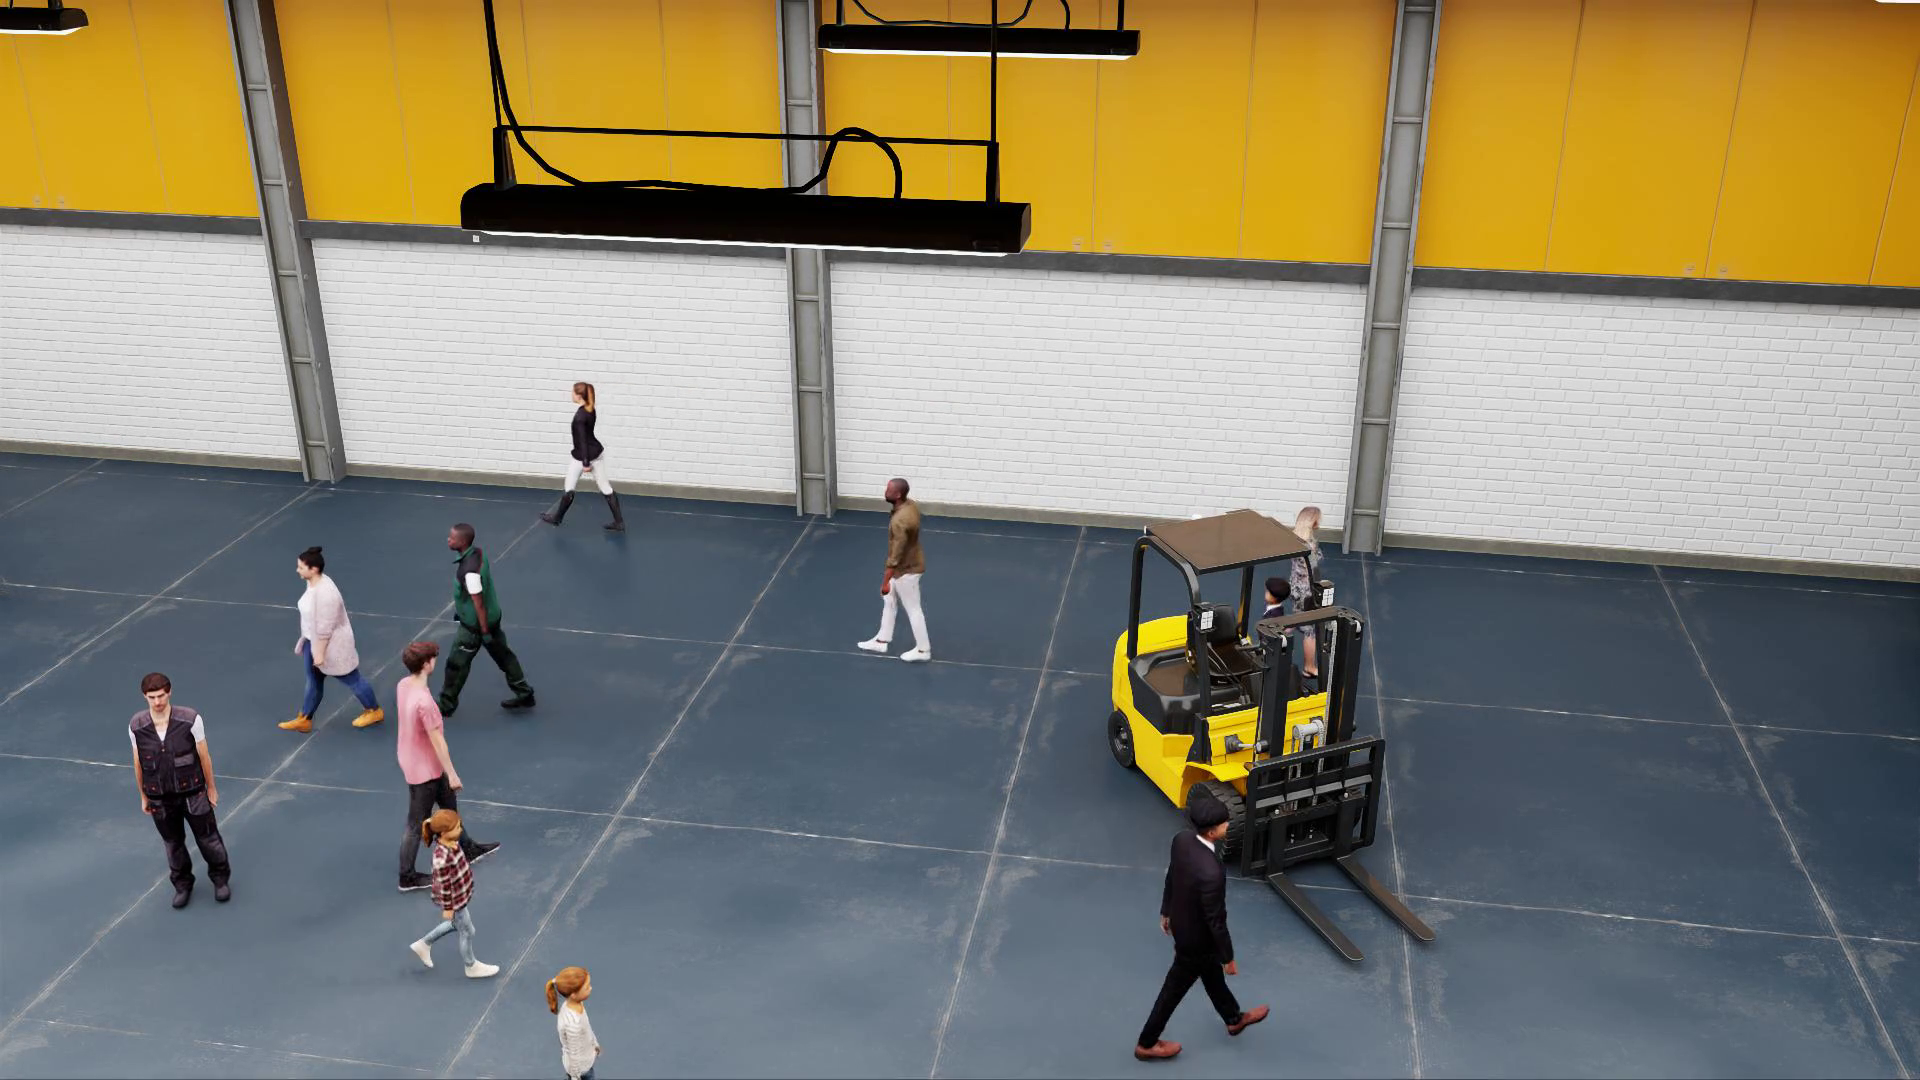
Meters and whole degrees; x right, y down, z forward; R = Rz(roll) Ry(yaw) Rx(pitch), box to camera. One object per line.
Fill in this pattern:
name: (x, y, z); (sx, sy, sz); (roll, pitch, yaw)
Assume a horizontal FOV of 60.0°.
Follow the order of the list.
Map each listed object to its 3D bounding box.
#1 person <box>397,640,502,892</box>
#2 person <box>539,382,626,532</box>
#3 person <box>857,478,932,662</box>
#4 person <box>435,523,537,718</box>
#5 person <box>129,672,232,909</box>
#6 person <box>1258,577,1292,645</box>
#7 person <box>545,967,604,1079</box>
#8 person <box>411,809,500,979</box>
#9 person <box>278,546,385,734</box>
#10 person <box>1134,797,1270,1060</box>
person: (-3.919, 1.658, 11.834); (1.124, 1.925, 1.069); (-16, 28, -32)
person: (-3.906, -0.837, 17.855); (1.144, 1.674, 0.585); (4, 24, 9)
person: (-0.415, 0.283, 15.128); (0.973, 1.805, 0.827); (1, 24, 2)
person: (-4.013, 0.706, 14.193); (1.271, 1.780, 0.917); (-3, 24, -6)
person: (-5.509, 1.753, 11.719); (0.676, 1.843, 0.800); (-6, 24, -12)
person: (2.754, 0.895, 14.464); (0.780, 1.216, 0.631); (12, 26, 25)
person: (-2.237, 3.013, 9.512); (0.840, 1.302, 0.674); (-5, 24, -12)
person: (-3.430, 2.355, 11.031); (0.857, 1.291, 0.651); (-2, 24, -4)
person: (-5.202, 0.849, 13.965); (1.183, 1.701, 1.104); (-14, 27, -29)
person: (1.339, 2.426, 10.192); (1.259, 1.833, 1.001); (-5, 24, -11)
